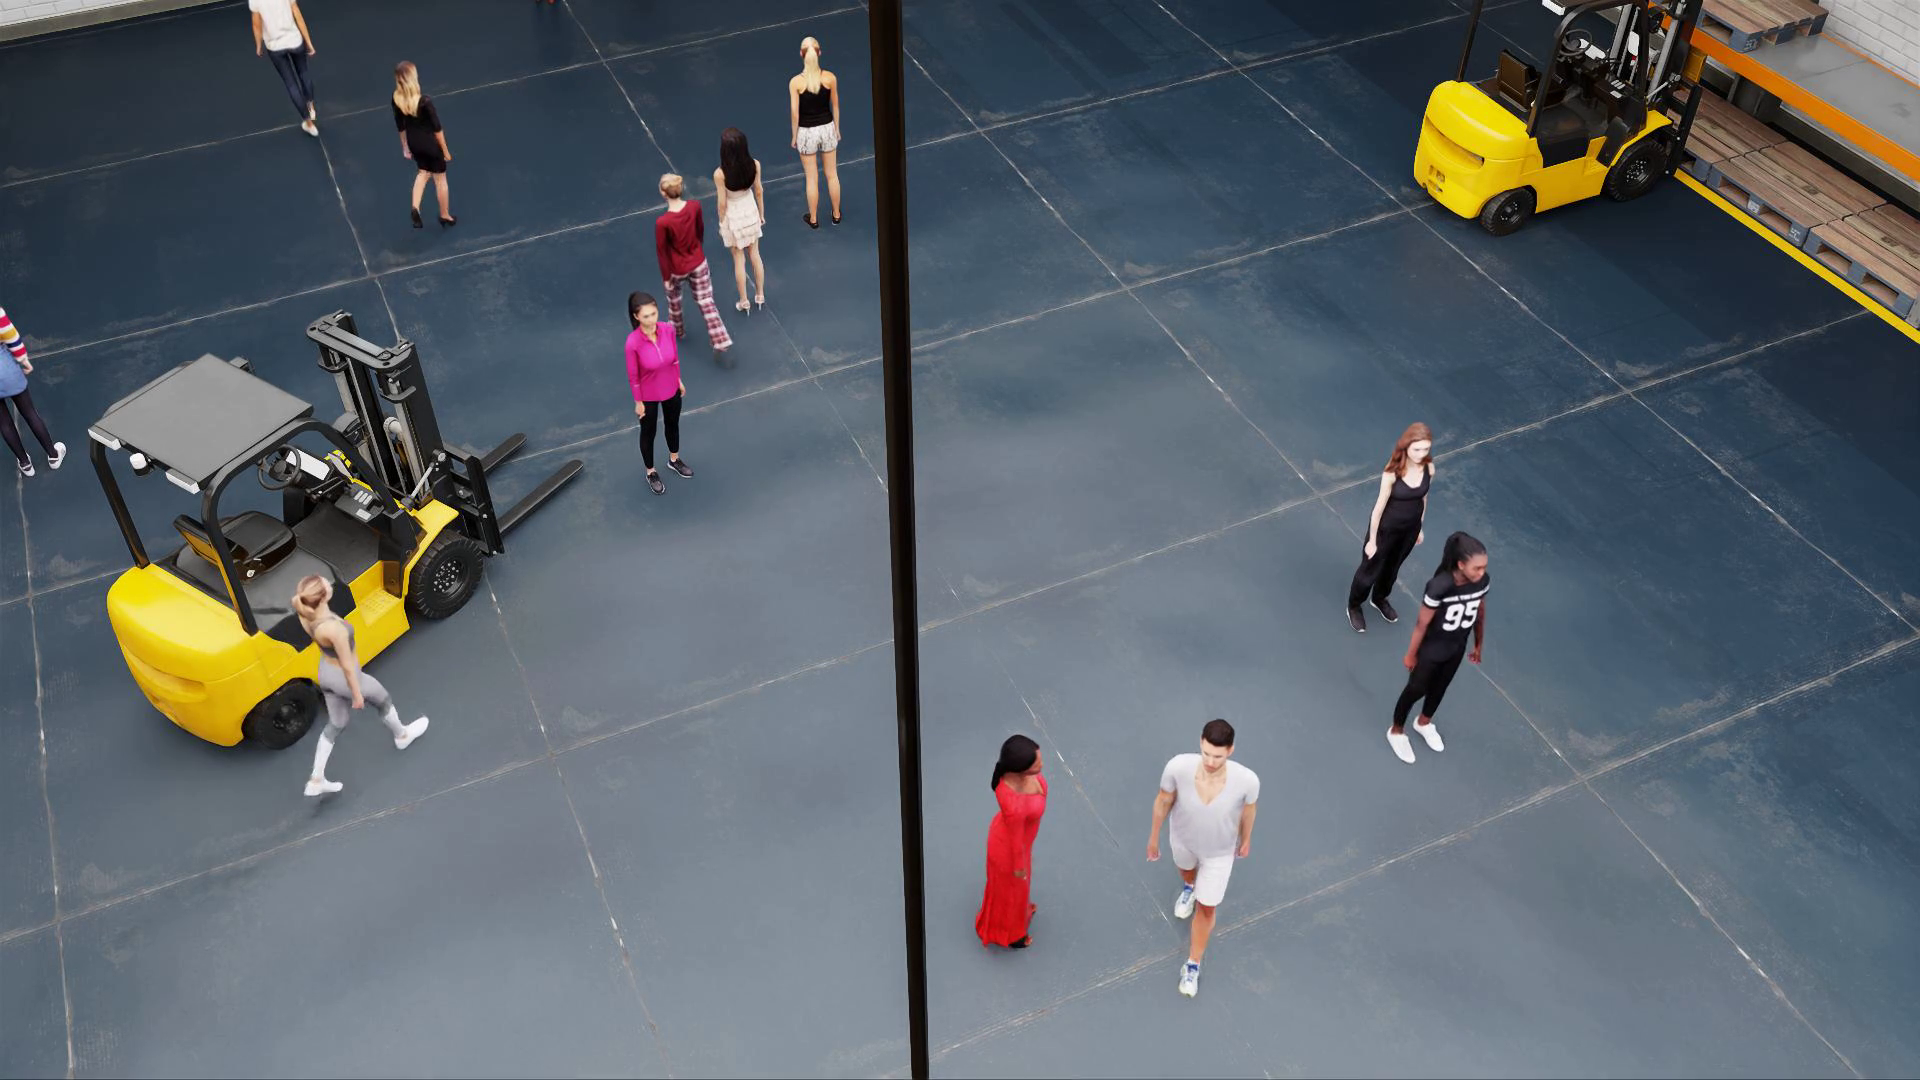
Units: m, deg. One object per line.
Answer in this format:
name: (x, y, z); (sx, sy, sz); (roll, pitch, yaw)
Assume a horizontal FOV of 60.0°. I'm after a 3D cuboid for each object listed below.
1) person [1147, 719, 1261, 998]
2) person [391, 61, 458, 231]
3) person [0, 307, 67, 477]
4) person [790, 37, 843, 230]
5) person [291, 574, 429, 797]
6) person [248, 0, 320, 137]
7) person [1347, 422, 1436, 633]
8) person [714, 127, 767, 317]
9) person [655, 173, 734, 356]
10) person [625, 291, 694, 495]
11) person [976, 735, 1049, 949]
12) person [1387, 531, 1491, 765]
person: (1.382, 1.579, 9.328); (1.153, 1.818, 1.208); (14, 45, 14)
person: (-4.760, -3.415, 14.682); (0.793, 1.664, 0.848); (15, 46, 15)
person: (-7.146, -1.243, 12.297); (0.649, 1.809, 0.489); (-17, 46, -18)
person: (-1.271, -3.614, 14.759); (0.637, 1.846, 0.578); (-11, 45, -12)
person: (-3.832, 0.903, 10.147); (1.126, 1.668, 1.002); (25, 49, 24)
person: (-6.425, -4.684, 15.922); (0.733, 1.790, 0.854); (-27, 50, -25)
person: (2.908, -0.103, 11.147); (0.601, 1.744, 0.514); (-15, 46, -15)
person: (-1.812, -2.638, 13.814); (0.584, 1.736, 0.542); (-22, 48, -21)
person: (-2.169, -2.207, 13.407); (0.740, 1.673, 1.044); (-27, 50, -25)
person: (-2.231, -1.106, 12.240); (0.645, 1.698, 0.643); (-31, 52, -29)
person: (0.285, 1.669, 9.262); (0.818, 1.788, 0.712); (3, 44, 3)
person: (2.981, 0.621, 10.398); (0.637, 1.729, 0.606); (-16, 46, -16)
